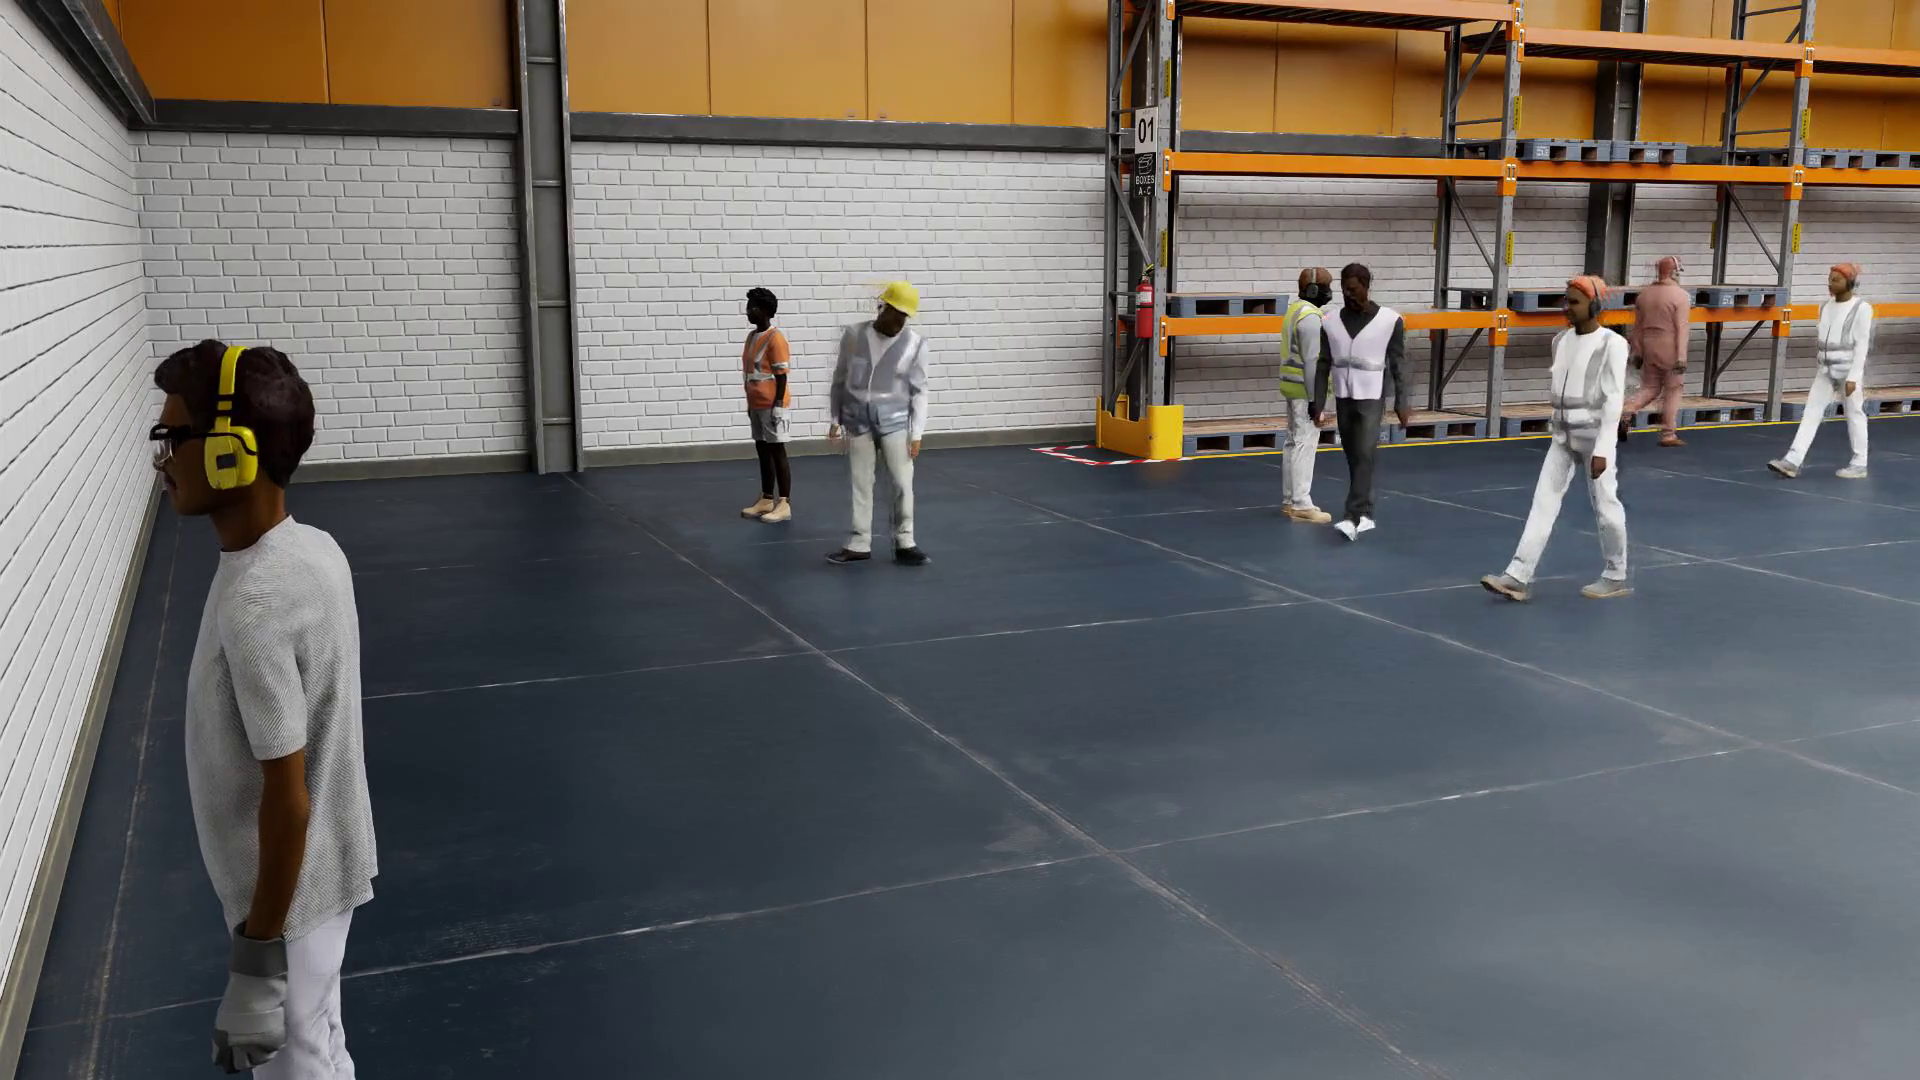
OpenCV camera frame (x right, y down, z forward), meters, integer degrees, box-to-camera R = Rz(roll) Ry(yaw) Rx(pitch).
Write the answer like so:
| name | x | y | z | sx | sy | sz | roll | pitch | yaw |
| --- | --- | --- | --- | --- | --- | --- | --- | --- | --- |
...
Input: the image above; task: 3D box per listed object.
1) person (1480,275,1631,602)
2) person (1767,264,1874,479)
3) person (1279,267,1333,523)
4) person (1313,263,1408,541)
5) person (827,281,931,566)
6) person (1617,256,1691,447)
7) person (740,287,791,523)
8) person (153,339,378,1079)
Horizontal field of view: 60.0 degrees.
| name | x | y | z | sx | sy | sz | roll | pitch | yaw |
| --- | --- | --- | --- | --- | --- | --- | --- | --- | --- |
| person | 3.417 | -0.548 | 9.293 | 0.968 | 1.826 | 0.602 | -4 | 11 | -22 |
| person | 7.411 | -1.418 | 14.141 | 0.968 | 1.826 | 0.602 | -3 | 11 | -16 |
| person | 2.538 | -1.054 | 12.089 | 0.429 | 1.841 | 0.633 | 0 | 10 | 1 |
| person | 2.668 | -0.929 | 11.318 | 0.618 | 1.864 | 0.968 | 8 | 13 | 38 |
| person | -0.530 | -0.705 | 10.334 | 0.680 | 1.783 | 0.406 | 2 | 10 | 14 |
| person | 6.865 | -1.841 | 16.351 | 0.709 | 1.887 | 0.650 | -4 | 11 | -21 |
| person | -1.404 | -0.977 | 12.062 | 0.321 | 1.695 | 0.537 | -6 | 12 | -30 |
| person | -1.131 | 0.611 | 2.734 | 0.328 | 1.872 | 0.513 | -3 | 11 | -15 |
